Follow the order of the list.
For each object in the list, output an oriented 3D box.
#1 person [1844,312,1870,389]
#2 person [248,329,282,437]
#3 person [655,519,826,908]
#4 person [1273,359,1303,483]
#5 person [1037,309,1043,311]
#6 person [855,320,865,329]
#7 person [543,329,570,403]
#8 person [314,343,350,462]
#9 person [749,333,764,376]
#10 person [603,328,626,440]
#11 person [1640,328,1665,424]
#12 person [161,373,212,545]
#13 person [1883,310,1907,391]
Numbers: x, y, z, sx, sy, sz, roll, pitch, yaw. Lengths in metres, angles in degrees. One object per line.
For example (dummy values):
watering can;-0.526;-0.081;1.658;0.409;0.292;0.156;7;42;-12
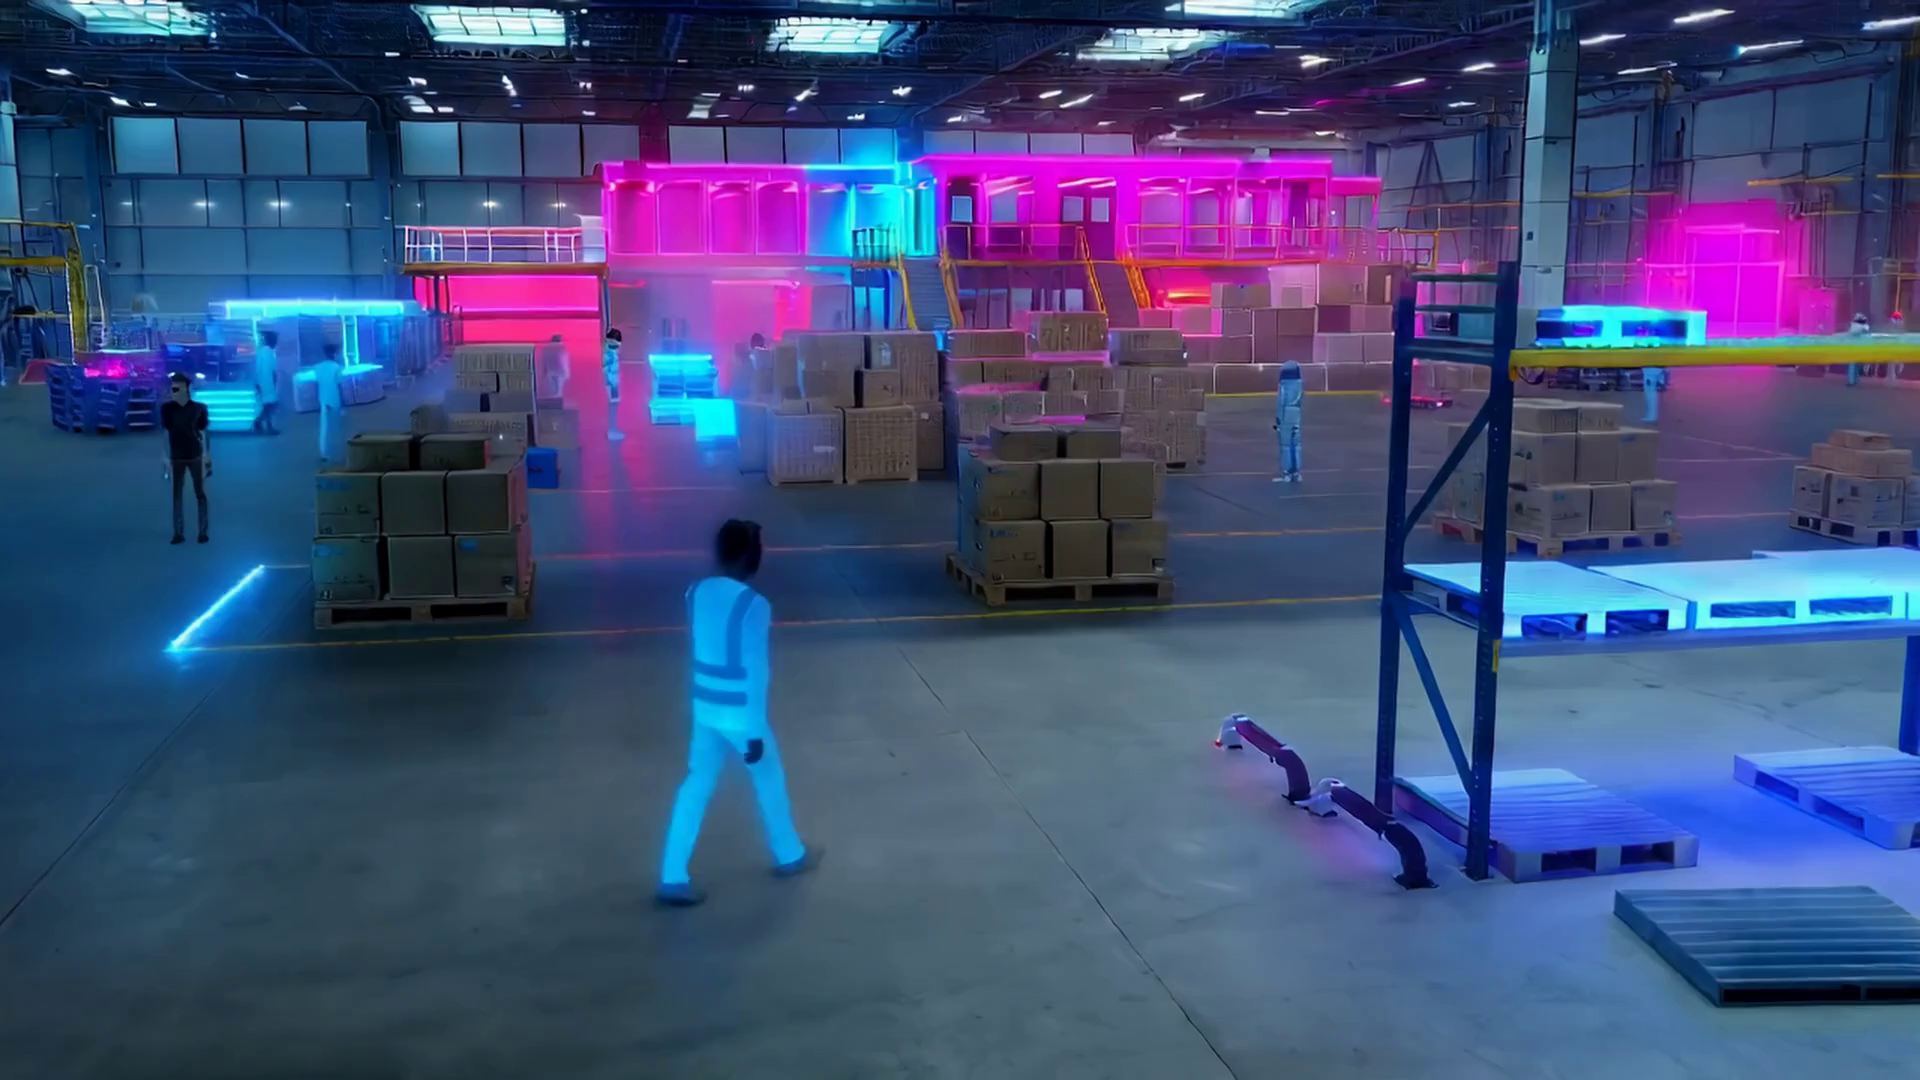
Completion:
person;22.232;-4.704;41.317;0.609;1.894;0.998;6;11;34
person;-12.266;-2.748;29.326;0.636;1.925;0.686;7;12;37
person;-1.084;0.809;7.887;0.594;1.842;0.979;8;12;39
person;4.588;-1.661;23.241;0.480;1.734;0.328;-8;13;-42
person;2.160;-5.303;45.023;0.419;1.864;0.607;-5;10;-27
person;-2.199;-3.951;36.852;0.504;1.847;0.345;1;9;6
person;-8.171;-3.383;33.664;0.546;1.750;0.485;-2;9;-10
person;-9.780;-2.150;25.929;0.544;1.828;0.924;1;9;7
person;-3.333;-2.491;27.734;0.377;1.916;0.599;3;10;17
person;-6.046;-2.720;29.061;0.349;1.942;0.545;-1;9;-8
person;13.355;-3.164;32.072;0.429;1.844;0.627;4;10;25
person;-8.388;-0.870;18.032;0.512;1.862;0.328;-2;10;-14
person;22.823;-4.641;40.653;0.639;1.974;0.480;-1;9;-6
